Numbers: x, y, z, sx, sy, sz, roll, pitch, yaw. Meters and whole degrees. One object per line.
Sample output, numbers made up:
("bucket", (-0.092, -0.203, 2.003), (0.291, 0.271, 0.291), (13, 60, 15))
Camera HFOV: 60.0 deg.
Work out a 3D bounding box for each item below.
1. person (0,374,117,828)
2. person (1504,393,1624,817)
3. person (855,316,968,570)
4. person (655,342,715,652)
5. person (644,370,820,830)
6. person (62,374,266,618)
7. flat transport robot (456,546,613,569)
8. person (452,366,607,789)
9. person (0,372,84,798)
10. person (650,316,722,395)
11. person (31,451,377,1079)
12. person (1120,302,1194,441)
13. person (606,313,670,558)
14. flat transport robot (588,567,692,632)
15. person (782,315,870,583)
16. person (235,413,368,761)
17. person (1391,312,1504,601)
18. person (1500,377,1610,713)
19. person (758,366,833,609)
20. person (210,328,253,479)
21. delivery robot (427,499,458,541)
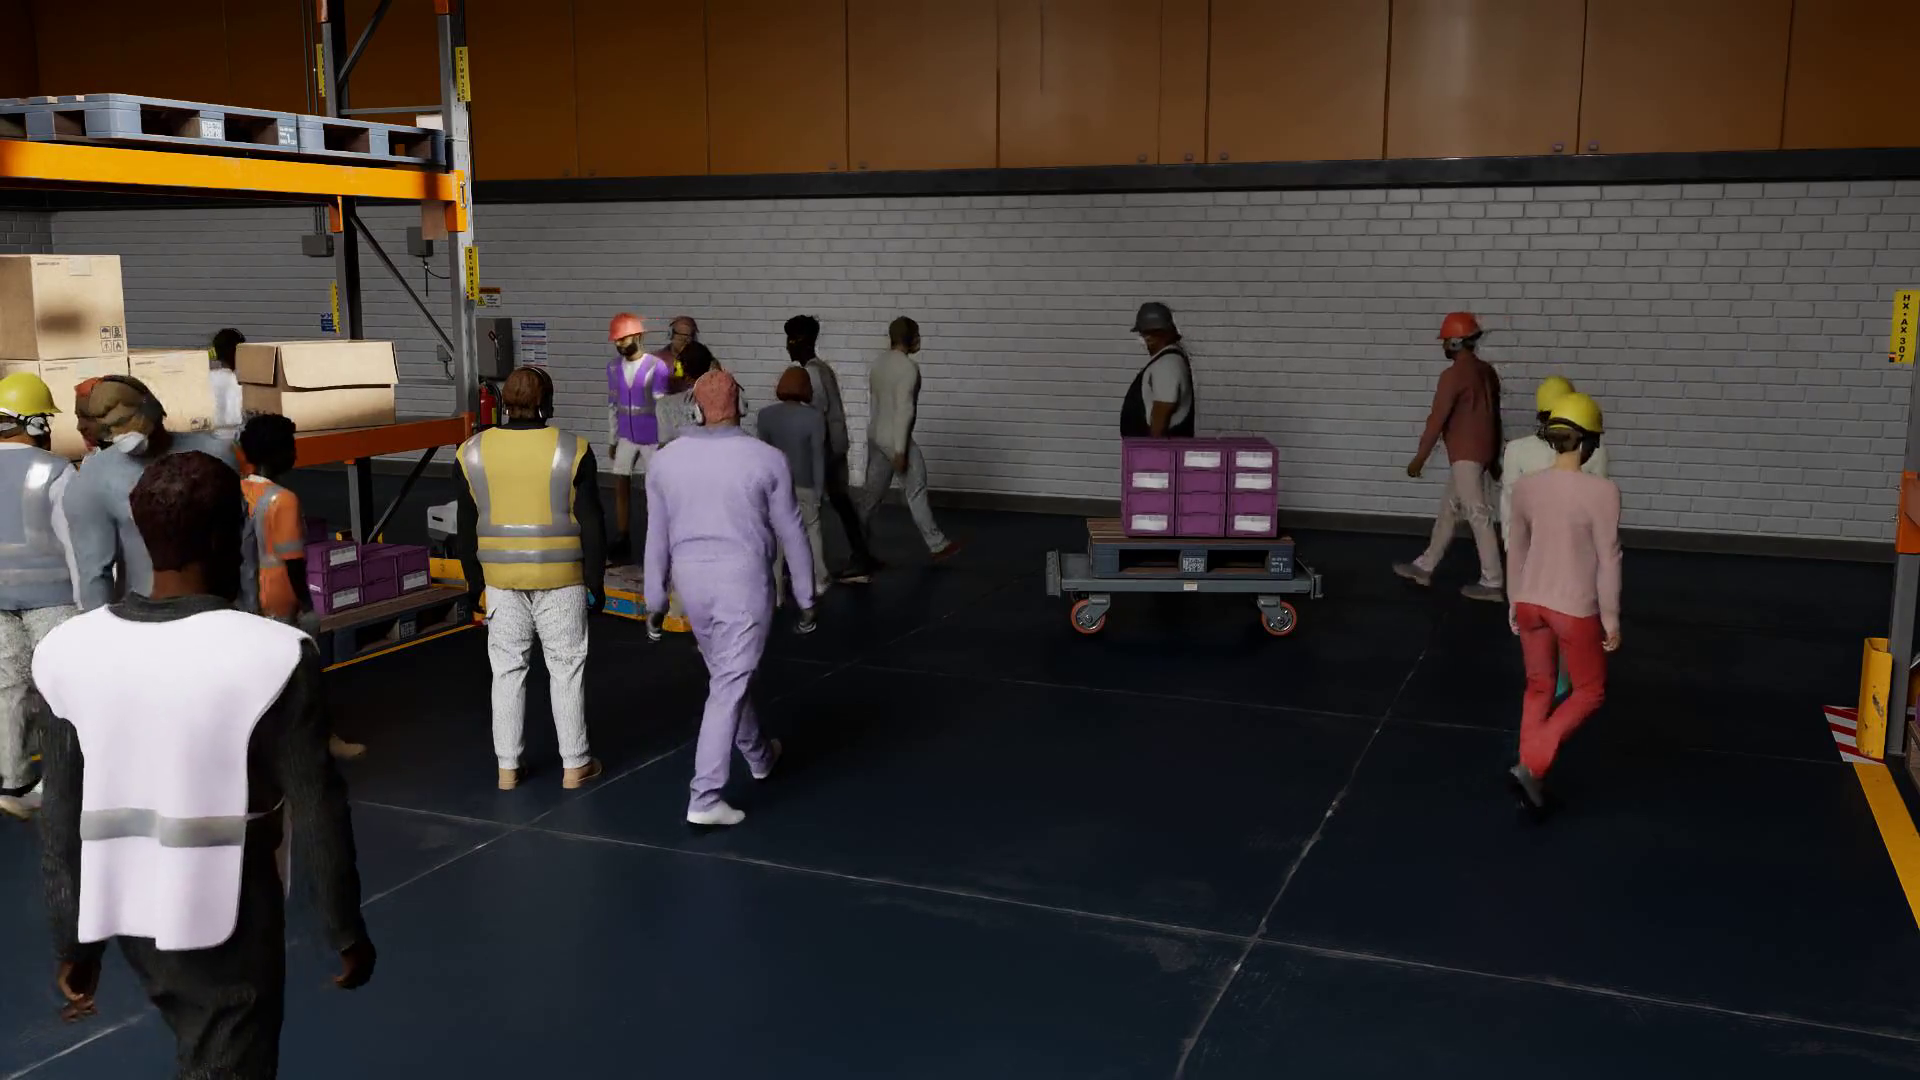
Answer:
("person", (-3.398, 0.261, 6.695), (0.581, 1.828, 0.983), (5, 11, 29))
("person", (2.428, 0.282, 6.767), (0.473, 1.753, 0.564), (-6, 11, -31))
("person", (-0.407, -0.719, 12.447), (0.991, 1.888, 0.641), (-6, 11, -32))
("person", (-1.594, -0.260, 9.904), (0.576, 1.809, 0.996), (-4, 10, -21))
("person", (-0.945, 0.220, 6.932), (0.661, 1.837, 1.032), (4, 10, 23))
("person", (-2.901, 0.321, 6.183), (0.364, 1.893, 0.727), (8, 12, 39))
("flat transport robot", (-3.044, 0.187, 11.861), (0.652, 0.197, 1.431), (-7, 12, -35))
("person", (-1.837, 0.171, 7.209), (0.633, 1.843, 0.429), (0, 9, 0))
("person", (-3.858, 0.220, 6.940), (0.600, 1.830, 0.403), (2, 10, 10))
("person", (-2.222, -0.864, 13.386), (0.667, 1.875, 0.433), (1, 9, 6))
("person", (-1.514, 0.768, 3.415), (0.587, 1.899, 0.596), (2, 10, 15))
("person", (1.418, -0.718, 11.992), (0.540, 2.000, 0.701), (1, 9, 8))
("person", (-2.493, -0.795, 12.898), (0.551, 1.904, 0.638), (3, 10, 20))
("flat transport robot", (-2.017, 0.360, 10.809), (1.431, 0.197, 0.652), (8, 12, 40))
("person", (-1.082, -0.632, 11.846), (0.978, 1.914, 0.645), (2, 10, 10))
("person", (-2.984, 0.272, 7.213), (0.543, 1.645, 0.839), (9, 13, 43))
("person", (3.360, -0.583, 11.434), (0.981, 1.945, 0.621), (8, 12, 39))
("person", (3.040, 0.019, 8.532), (0.510, 1.708, 0.962), (5, 11, 29))
("person", (-1.112, -0.367, 11.209), (0.511, 1.594, 0.804), (2, 10, 11))
("person", (-4.996, -0.516, 11.337), (0.533, 1.848, 0.522), (1, 9, 4))
("delivery robot", (-3.767, -0.134, 12.663), (0.477, 0.478, 0.707), (-8, 12, -41))
